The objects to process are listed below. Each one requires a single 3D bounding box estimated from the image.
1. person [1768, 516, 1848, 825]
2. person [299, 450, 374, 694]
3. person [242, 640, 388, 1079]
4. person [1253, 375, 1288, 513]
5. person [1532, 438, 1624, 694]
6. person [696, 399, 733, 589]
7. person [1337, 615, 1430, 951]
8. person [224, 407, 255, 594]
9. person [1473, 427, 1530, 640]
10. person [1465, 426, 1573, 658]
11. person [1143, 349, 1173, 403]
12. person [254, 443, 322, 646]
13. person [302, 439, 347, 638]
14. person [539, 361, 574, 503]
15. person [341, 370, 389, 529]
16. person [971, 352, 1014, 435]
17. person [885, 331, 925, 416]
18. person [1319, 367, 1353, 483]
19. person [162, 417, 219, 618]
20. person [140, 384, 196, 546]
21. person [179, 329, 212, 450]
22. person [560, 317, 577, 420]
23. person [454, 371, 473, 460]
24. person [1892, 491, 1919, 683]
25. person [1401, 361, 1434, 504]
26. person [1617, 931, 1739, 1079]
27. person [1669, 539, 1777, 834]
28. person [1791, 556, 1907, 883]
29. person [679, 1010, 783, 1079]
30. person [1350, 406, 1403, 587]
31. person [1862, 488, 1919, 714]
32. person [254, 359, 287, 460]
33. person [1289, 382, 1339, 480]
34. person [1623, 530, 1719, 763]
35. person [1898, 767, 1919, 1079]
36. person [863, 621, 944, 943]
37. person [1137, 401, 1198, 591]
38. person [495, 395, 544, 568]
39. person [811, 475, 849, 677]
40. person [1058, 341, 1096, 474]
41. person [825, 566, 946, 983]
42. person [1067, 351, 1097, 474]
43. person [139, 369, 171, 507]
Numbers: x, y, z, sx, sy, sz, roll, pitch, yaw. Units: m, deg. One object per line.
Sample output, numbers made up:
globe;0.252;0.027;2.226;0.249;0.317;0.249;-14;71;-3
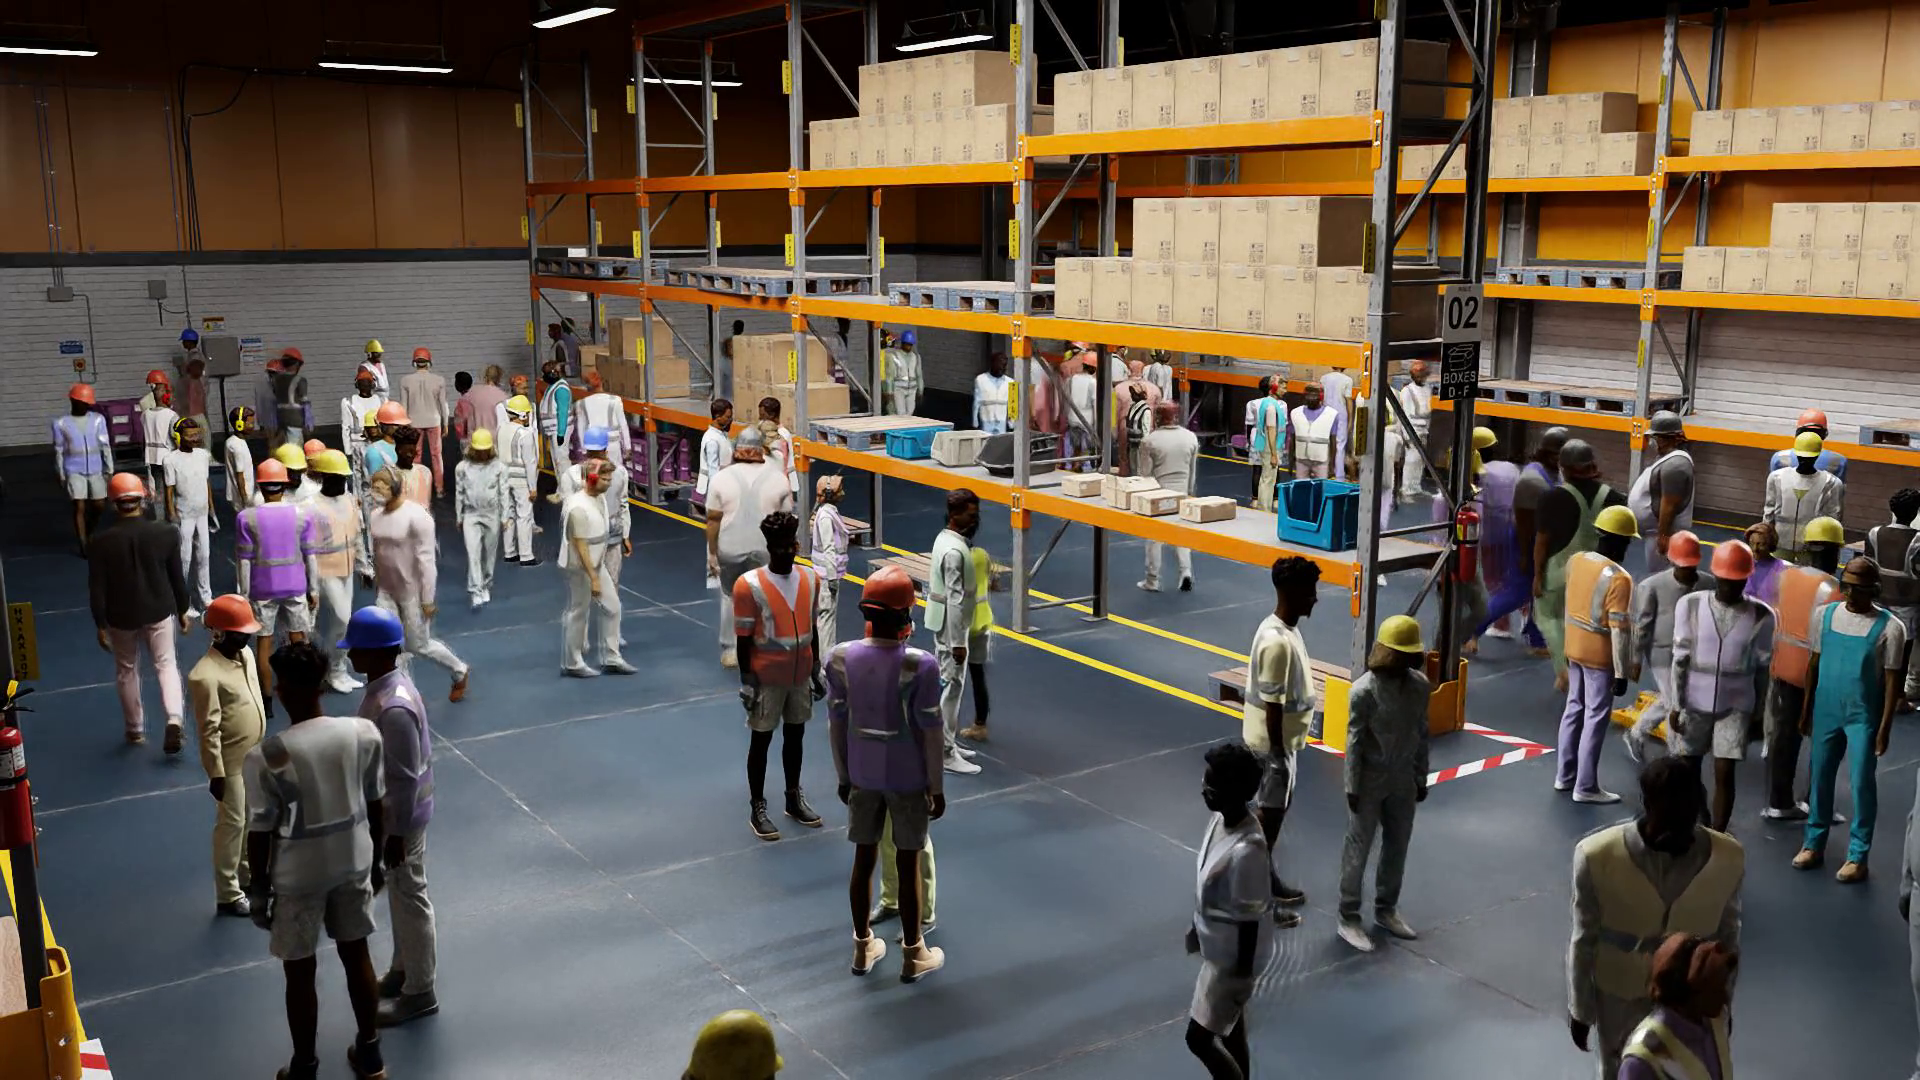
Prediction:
person;5.236;0.798;10.124;0.541;1.895;0.602;-3;12;-16
person;-4.798;0.247;12.911;0.483;1.910;0.600;3;11;15
person;-2.701;1.381;7.004;0.375;1.956;0.608;10;15;41
person;3.671;-1.039;19.691;0.390;1.838;0.563;1;11;5
person;4.698;0.214;12.757;0.710;2.000;0.551;-1;11;-7
person;-2.408;-0.456;16.540;0.411;1.906;0.602;0;11;-1
person;2.167;1.217;8.421;0.496;1.736;0.350;-5;12;-23
person;-7.008;-0.385;16.315;0.350;1.856;0.518;-6;12;-27
person;4.683;-0.043;14.472;0.639;1.882;0.646;-7;13;-33
person;4.703;-0.005;13.879;0.831;2.000;0.709;7;13;34
person;2.988;-2.086;25.239;0.535;1.765;0.322;-3;12;-16
person;-5.400;0.144;13.480;0.818;1.900;0.595;10;15;43
person;-5.657;-0.022;14.692;0.563;1.755;0.320;-8;14;-35
person;-5.226;-1.398;21.562;0.430;1.834;0.632;-6;12;-26
person;-7.032;-1.076;19.756;0.573;1.886;0.354;-7;13;-33
person;0.447;-1.558;22.222;0.634;1.886;0.474;-6;13;-29
person;-0.826;-2.284;25.825;0.628;1.922;0.606;-6;13;-30
person;5.136;-1.638;22.738;0.513;1.844;0.328;10;15;41
person;-7.108;-0.211;15.406;0.313;1.861;0.509;5;12;22
person;-8.881;-0.827;18.606;0.563;1.837;0.389;5;12;23
person;-11.906;-2.316;25.940;0.395;1.949;0.602;-5;12;-25
person;-6.837;-2.920;29.062;0.373;1.940;0.629;-5;12;-24
person;-6.401;-1.340;21.592;0.316;1.695;0.542;-2;11;-9
person;7.528;0.265;12.922;0.588;1.878;0.371;4;12;20
person;5.903;-1.400;21.500;0.719;1.853;0.428;-9;14;-38
person;2.107;1.931;5.106;0.820;1.604;0.508;11;15;44
person;4.373;0.901;9.594;0.536;1.907;0.818;5;12;26
person;4.969;0.988;9.314;0.343;1.840;0.503;-8;14;-36
person;-0.585;2.027;4.274;0.490;1.733;0.318;7;13;31
person;4.233;-0.506;17.001;0.542;1.832;0.958;1;11;7
person;6.996;0.451;12.447;0.319;1.694;0.532;-7;13;-30
person;-9.358;-1.613;22.843;0.570;1.751;0.329;0;11;-2
person;4.007;-0.881;18.883;0.562;1.840;0.380;6;13;29
person;4.689;0.736;10.961;0.583;1.709;0.832;-2;11;-10
person;4.020;1.472;6.705;0.401;1.894;0.656;-1;11;-7
person;-0.340;1.186;8.564;0.573;1.738;0.352;10;15;43
person;2.035;-0.417;16.376;0.657;1.893;0.509;-4;12;-21
person;-4.648;-0.617;17.582;0.588;1.823;0.404;10;15;41
person;-1.044;0.287;13.412;0.307;1.641;0.513;-1;11;-4
person;1.696;-1.911;23.775;0.611;1.985;0.393;7;13;32
person;-0.343;1.131;8.060;0.607;2.044;0.372;4;12;22
person;1.622;-1.585;22.314;0.575;1.906;0.539;7;13;33
person;-10.205;-1.304;21.259;0.337;1.752;0.564;1;11;6
